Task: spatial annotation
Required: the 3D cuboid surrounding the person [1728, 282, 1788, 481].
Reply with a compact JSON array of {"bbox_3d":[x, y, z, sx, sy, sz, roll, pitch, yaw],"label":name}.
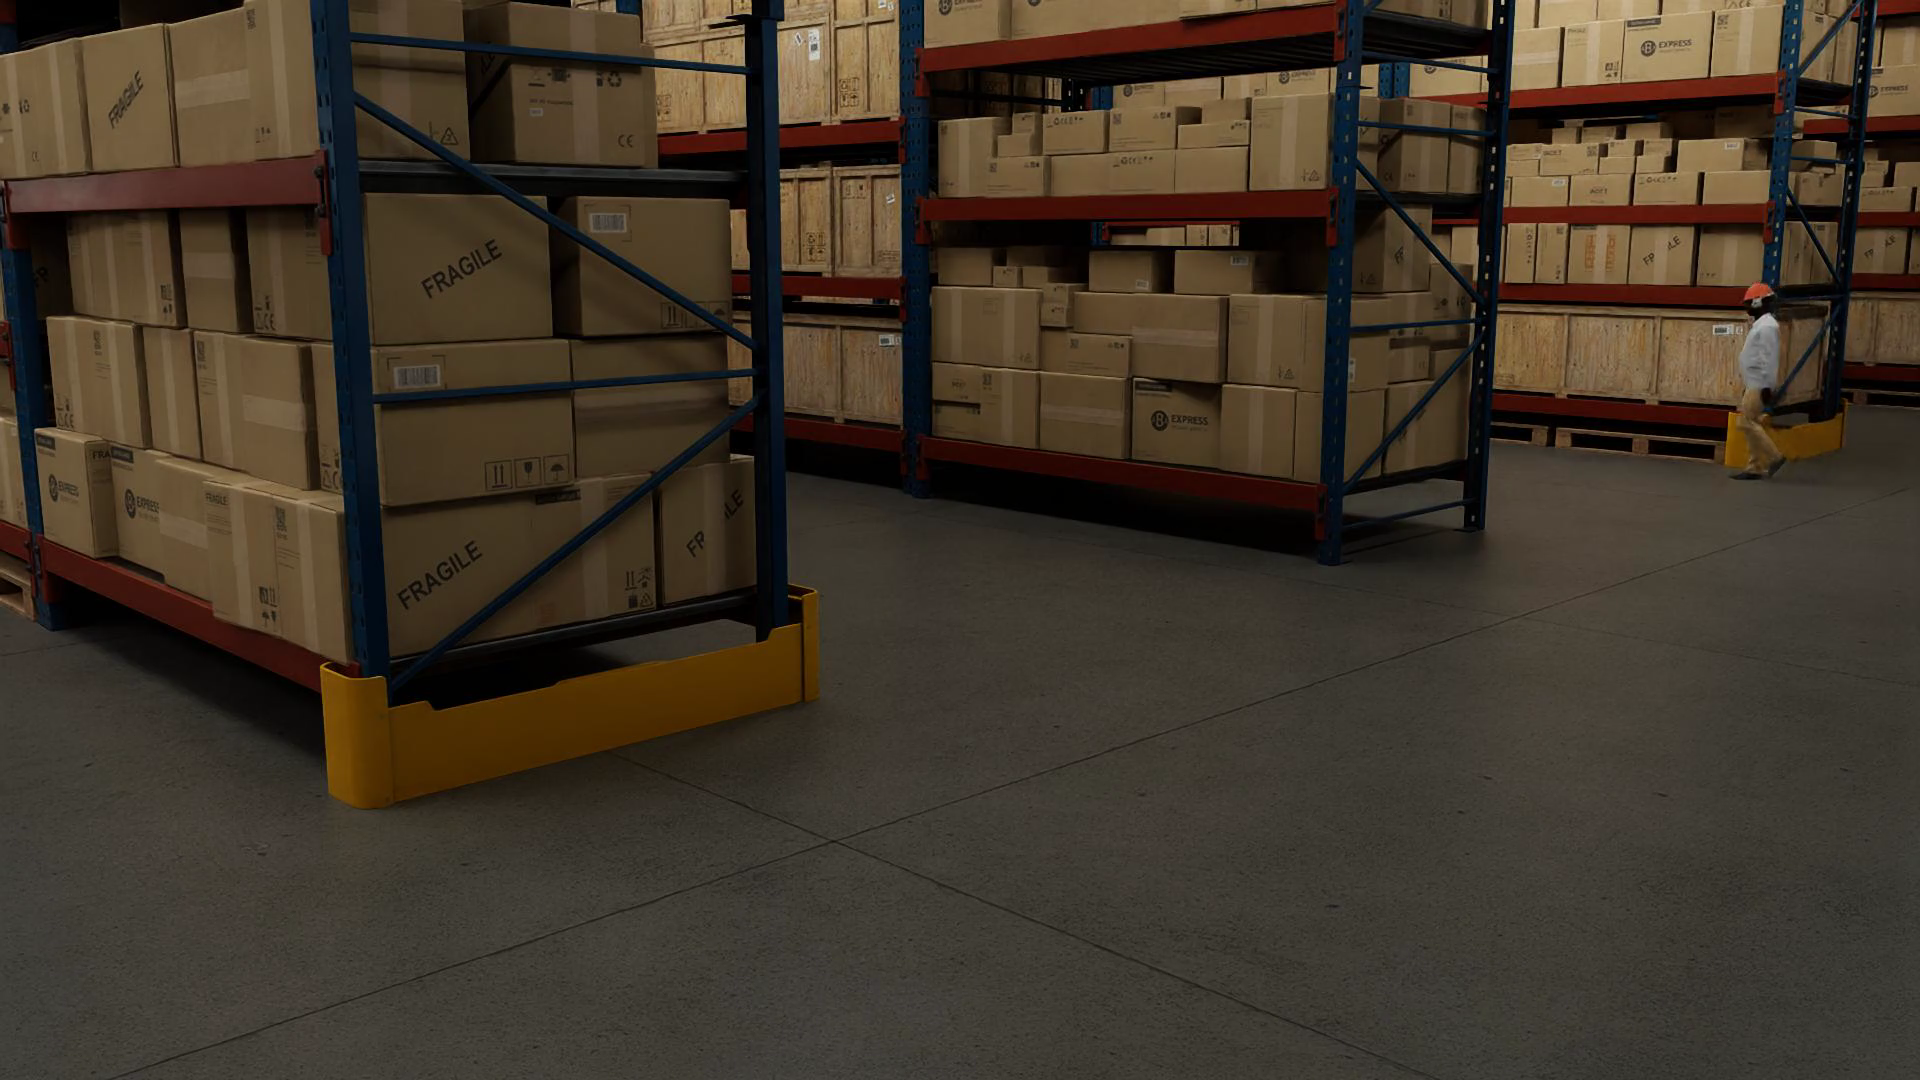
[{"bbox_3d":[6.936,-1.369,14.457,0.396,1.722,0.567,4,11,19],"label":"person"}]
